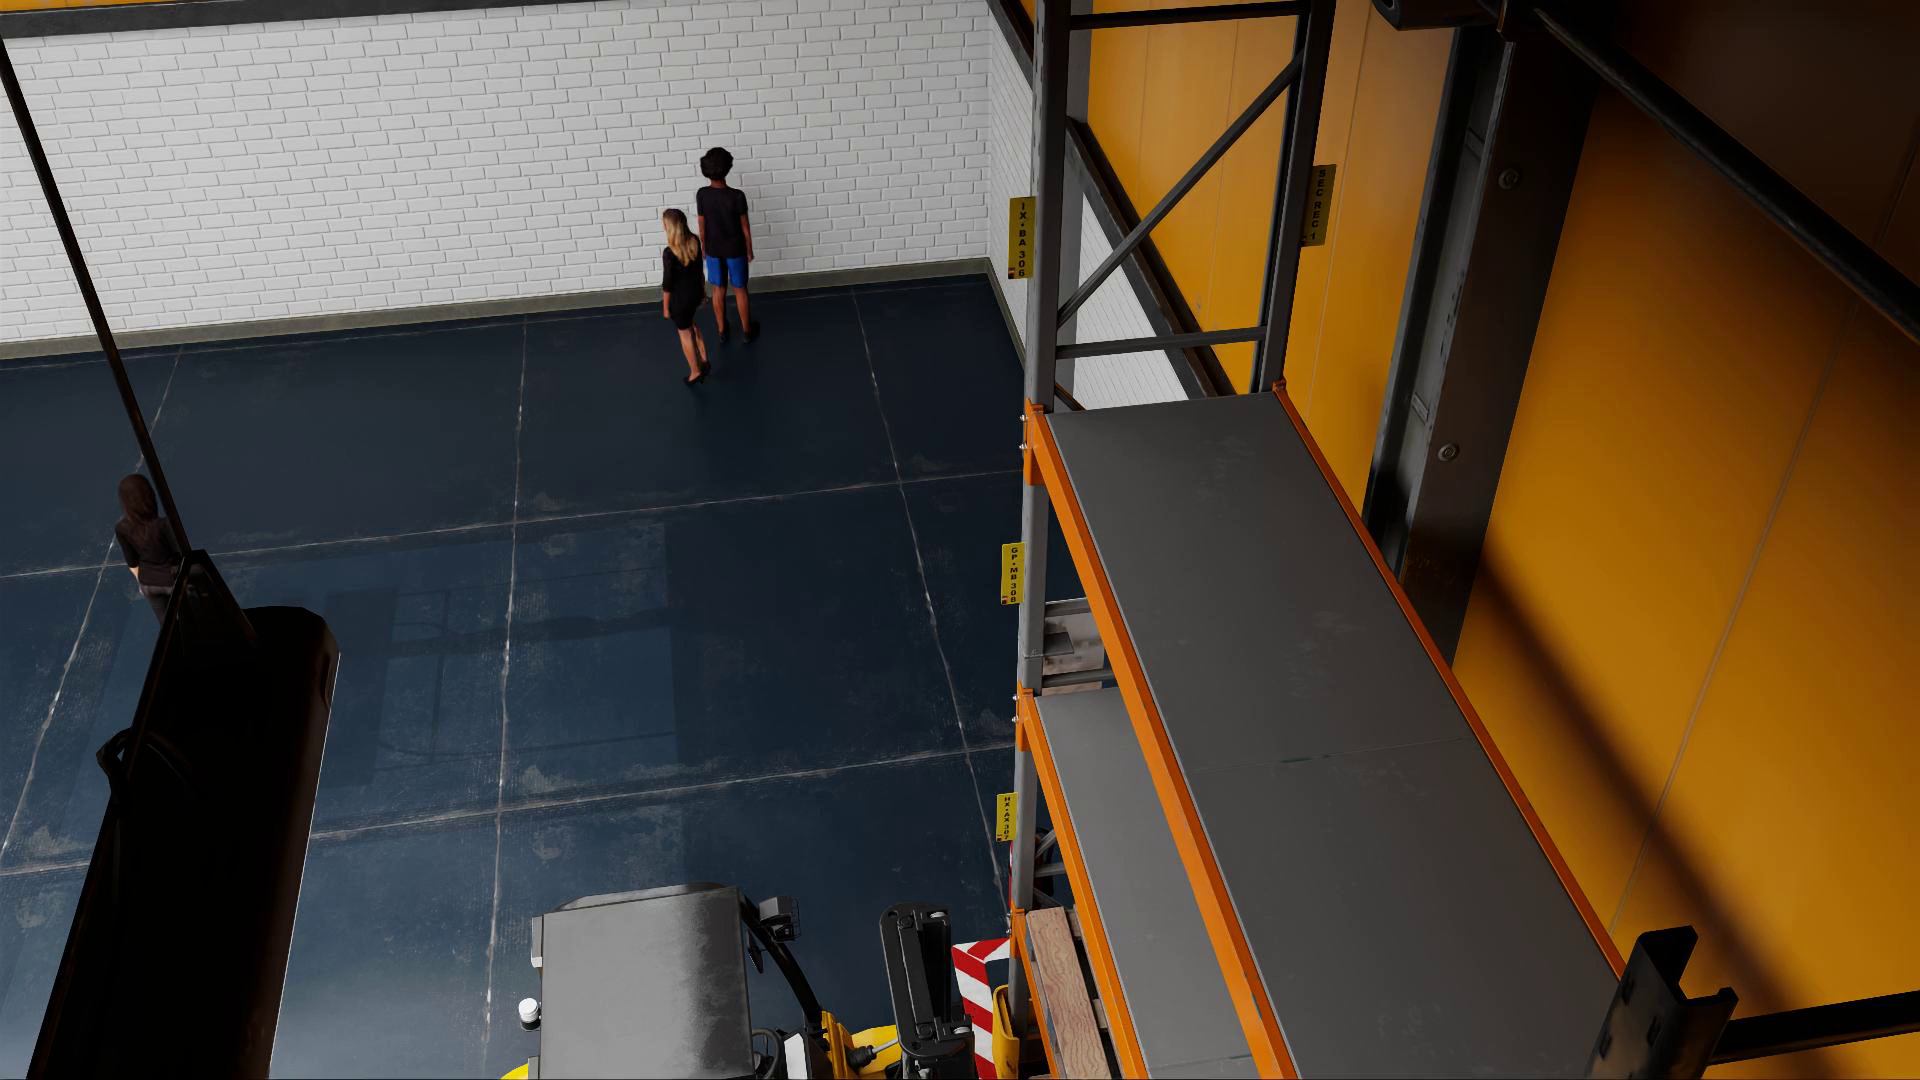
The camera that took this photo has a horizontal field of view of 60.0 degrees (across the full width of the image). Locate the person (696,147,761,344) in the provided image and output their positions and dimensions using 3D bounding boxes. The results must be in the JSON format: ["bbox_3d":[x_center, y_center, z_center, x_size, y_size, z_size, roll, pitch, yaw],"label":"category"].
[{"bbox_3d":[-2.025,-2.528,14.367,0.664,1.793,0.622,3,39,3],"label":"person"}]

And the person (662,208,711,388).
[{"bbox_3d":[-2.212,-1.957,13.757,0.737,1.663,0.673,22,44,25],"label":"person"}]
